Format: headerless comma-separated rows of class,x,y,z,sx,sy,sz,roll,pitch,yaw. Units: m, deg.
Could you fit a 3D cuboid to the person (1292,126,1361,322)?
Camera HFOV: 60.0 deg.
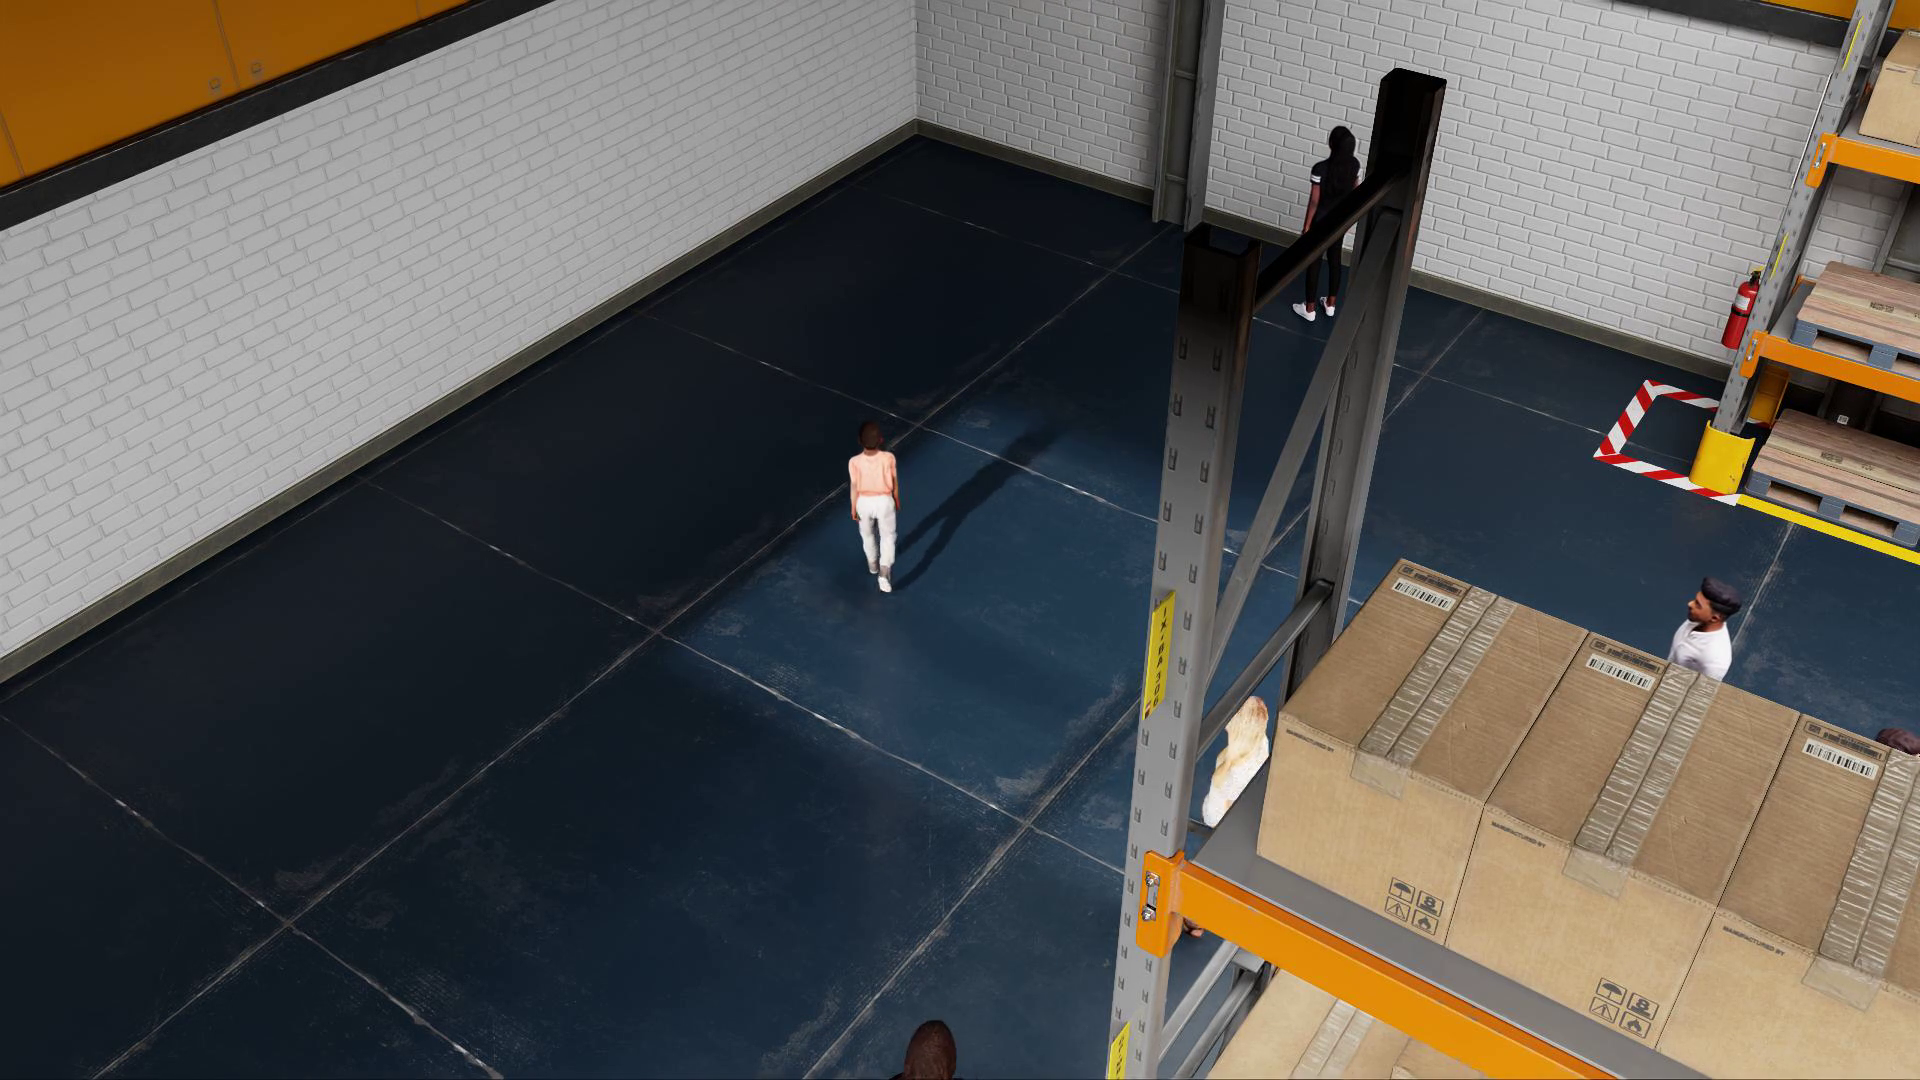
person,3.090,-2.669,13.991,0.703,1.729,0.731,-13,40,-16

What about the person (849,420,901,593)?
person,-0.566,-0.221,11.271,0.796,1.298,0.815,-2,39,-3

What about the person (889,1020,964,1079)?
person,-0.152,2.764,7.271,0.685,1.625,0.748,4,39,5

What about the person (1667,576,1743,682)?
person,4.078,0.936,9.409,0.711,1.814,0.724,7,39,8
